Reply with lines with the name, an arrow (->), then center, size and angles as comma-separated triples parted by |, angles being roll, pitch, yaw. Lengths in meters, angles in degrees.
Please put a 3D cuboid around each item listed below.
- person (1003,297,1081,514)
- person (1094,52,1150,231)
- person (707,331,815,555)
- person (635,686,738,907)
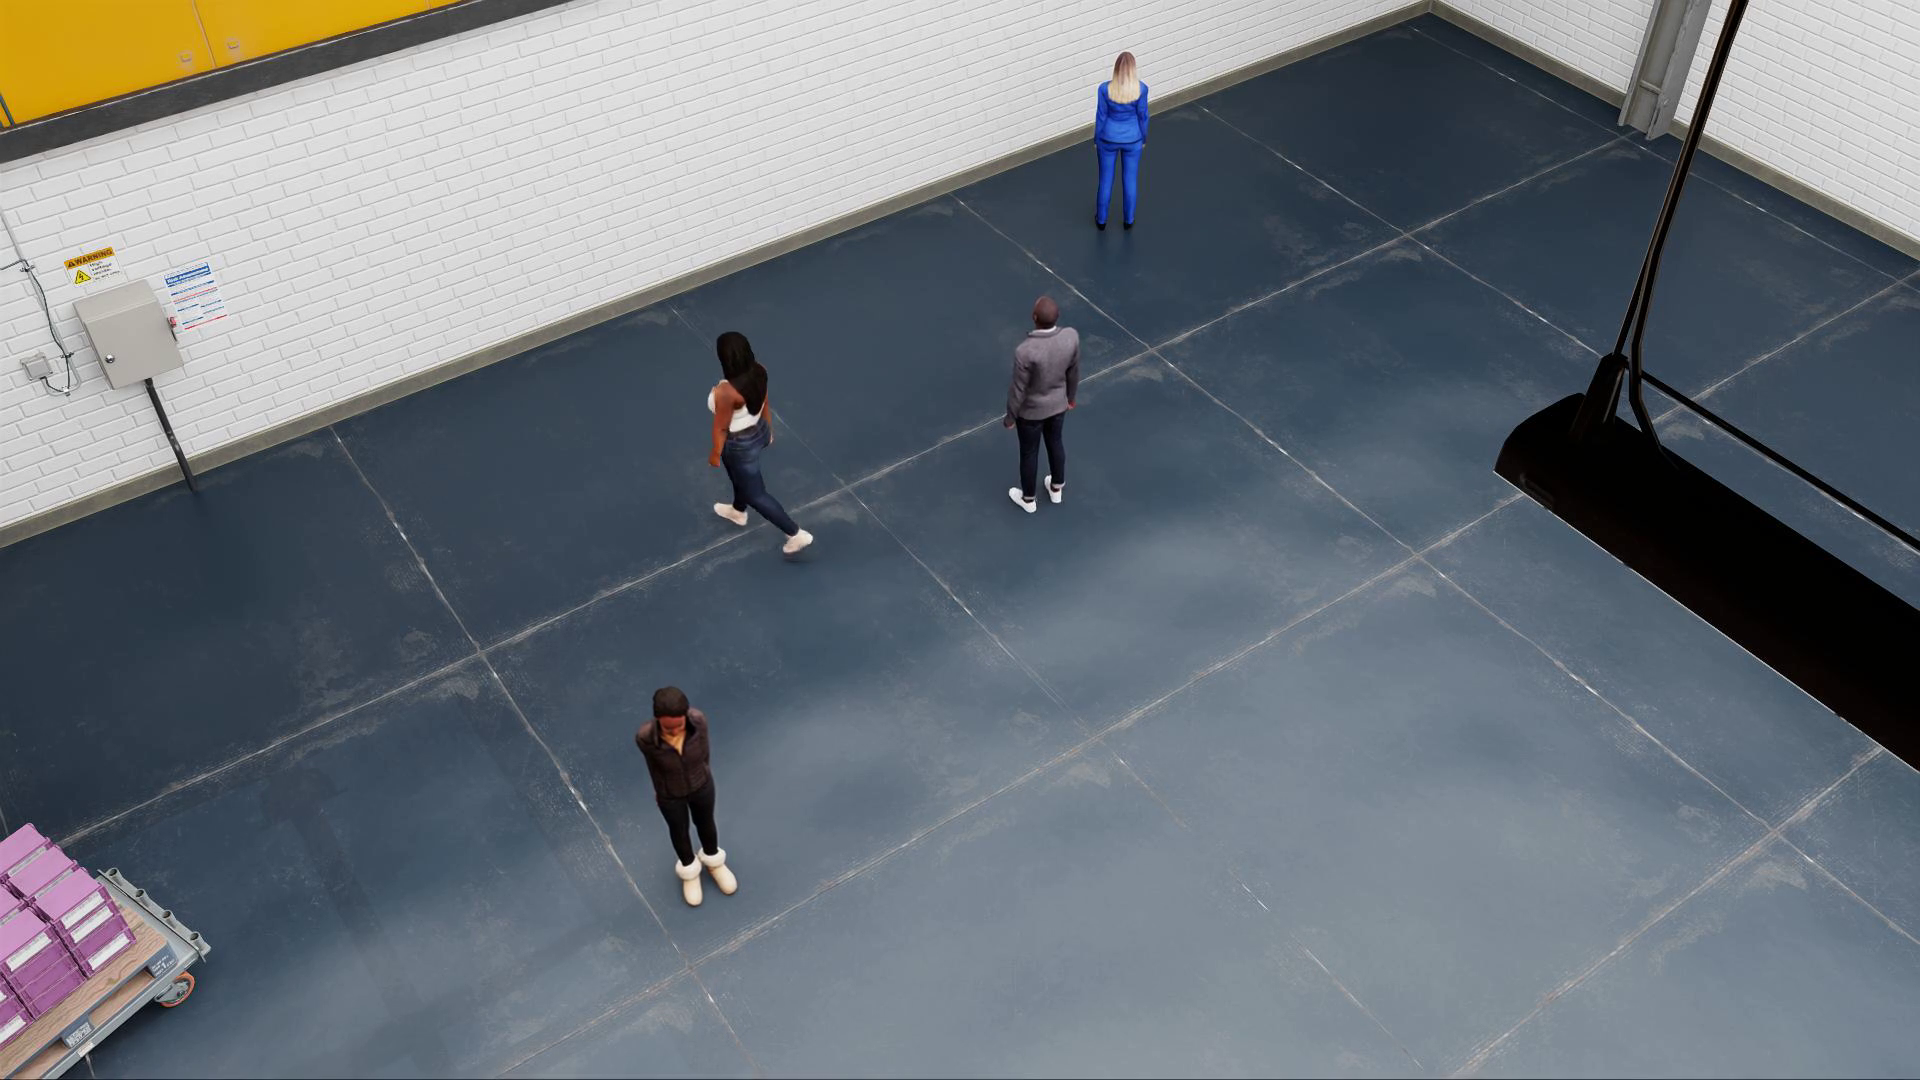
person -> 0.591, -0.952, 11.860 | 0.749, 1.818, 0.622 | -18, 47, -18
person -> 1.408, -3.497, 14.616 | 0.706, 1.701, 0.741 | 2, 44, 2
person -> -1.409, -0.633, 11.555 | 1.223, 1.776, 0.991 | 18, 47, 18
person -> -1.585, 1.398, 9.506 | 0.654, 1.661, 0.591 | -26, 49, -24
